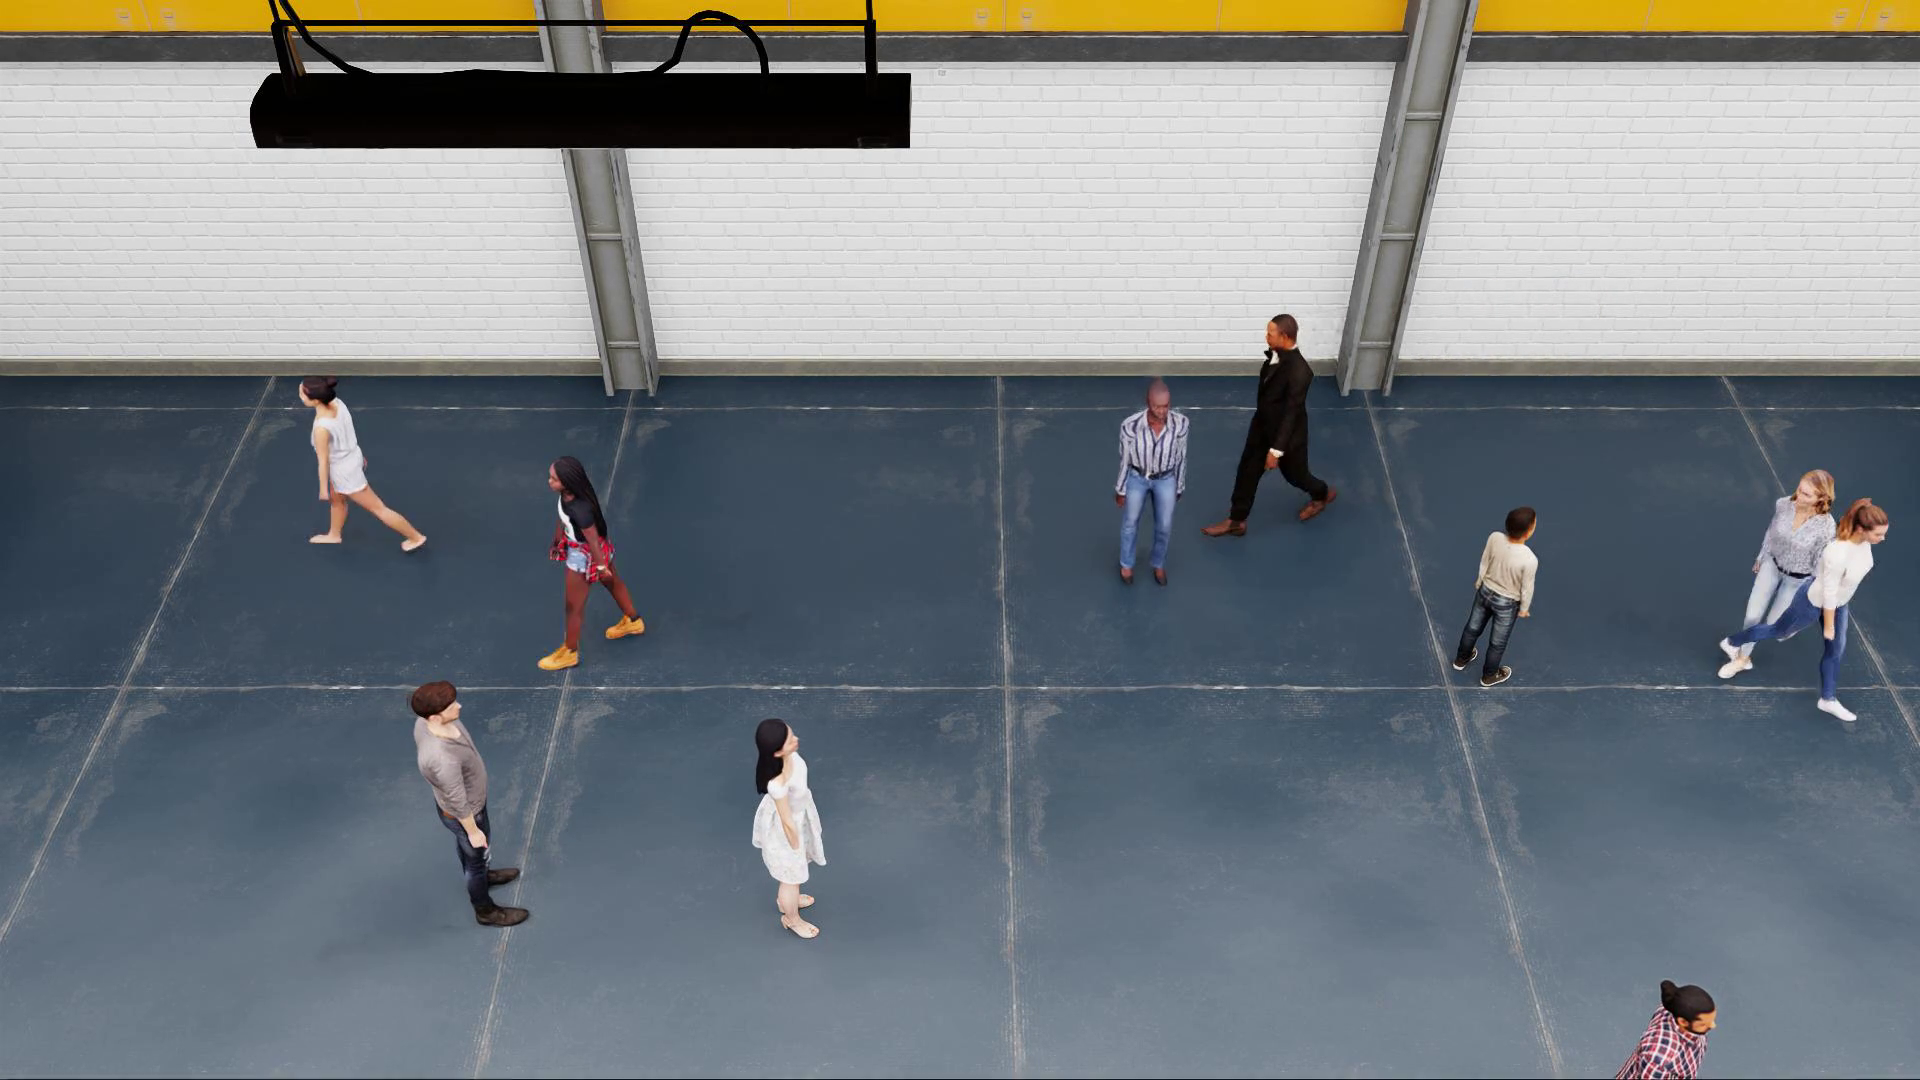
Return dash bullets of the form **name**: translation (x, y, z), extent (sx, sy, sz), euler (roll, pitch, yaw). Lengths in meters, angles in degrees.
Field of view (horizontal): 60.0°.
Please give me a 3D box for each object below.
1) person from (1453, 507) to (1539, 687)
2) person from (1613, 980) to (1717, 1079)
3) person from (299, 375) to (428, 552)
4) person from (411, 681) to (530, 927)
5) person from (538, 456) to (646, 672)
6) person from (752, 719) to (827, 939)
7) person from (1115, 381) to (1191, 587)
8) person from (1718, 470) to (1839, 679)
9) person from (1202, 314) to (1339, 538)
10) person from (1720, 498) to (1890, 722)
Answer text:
- **person**: translation (3.527, 0.366, 10.890), extent (0.684, 1.466, 0.635), euler (-31, 51, -28)
- **person**: translation (3.393, 2.721, 8.203), extent (0.791, 1.761, 0.785), euler (22, 48, 22)
- **person**: translation (-4.242, -0.493, 11.717), extent (1.092, 1.568, 0.580), euler (1, 44, 1)
- **person**: translation (-2.821, 1.477, 9.407), extent (0.700, 1.903, 0.768), euler (-15, 46, -15)
- **person**: translation (-2.368, 0.082, 11.022), extent (1.068, 1.693, 0.817), euler (-13, 45, -14)
- **person**: translation (-0.963, 1.617, 9.354), extent (0.673, 1.772, 0.680), euler (-6, 44, -6)
- **person**: translation (1.287, -0.398, 11.457), extent (0.469, 1.789, 0.700), euler (1, 44, 1)
- **person**: translation (5.445, 0.207, 10.838), extent (1.032, 1.768, 0.877), euler (-19, 47, -18)
- **person**: translation (2.365, -0.777, 11.804), extent (1.390, 1.860, 1.000), euler (-15, 46, -15)
- **person**: translation (5.448, 0.374, 10.730), extent (1.173, 1.675, 1.098), euler (-27, 50, -26)
